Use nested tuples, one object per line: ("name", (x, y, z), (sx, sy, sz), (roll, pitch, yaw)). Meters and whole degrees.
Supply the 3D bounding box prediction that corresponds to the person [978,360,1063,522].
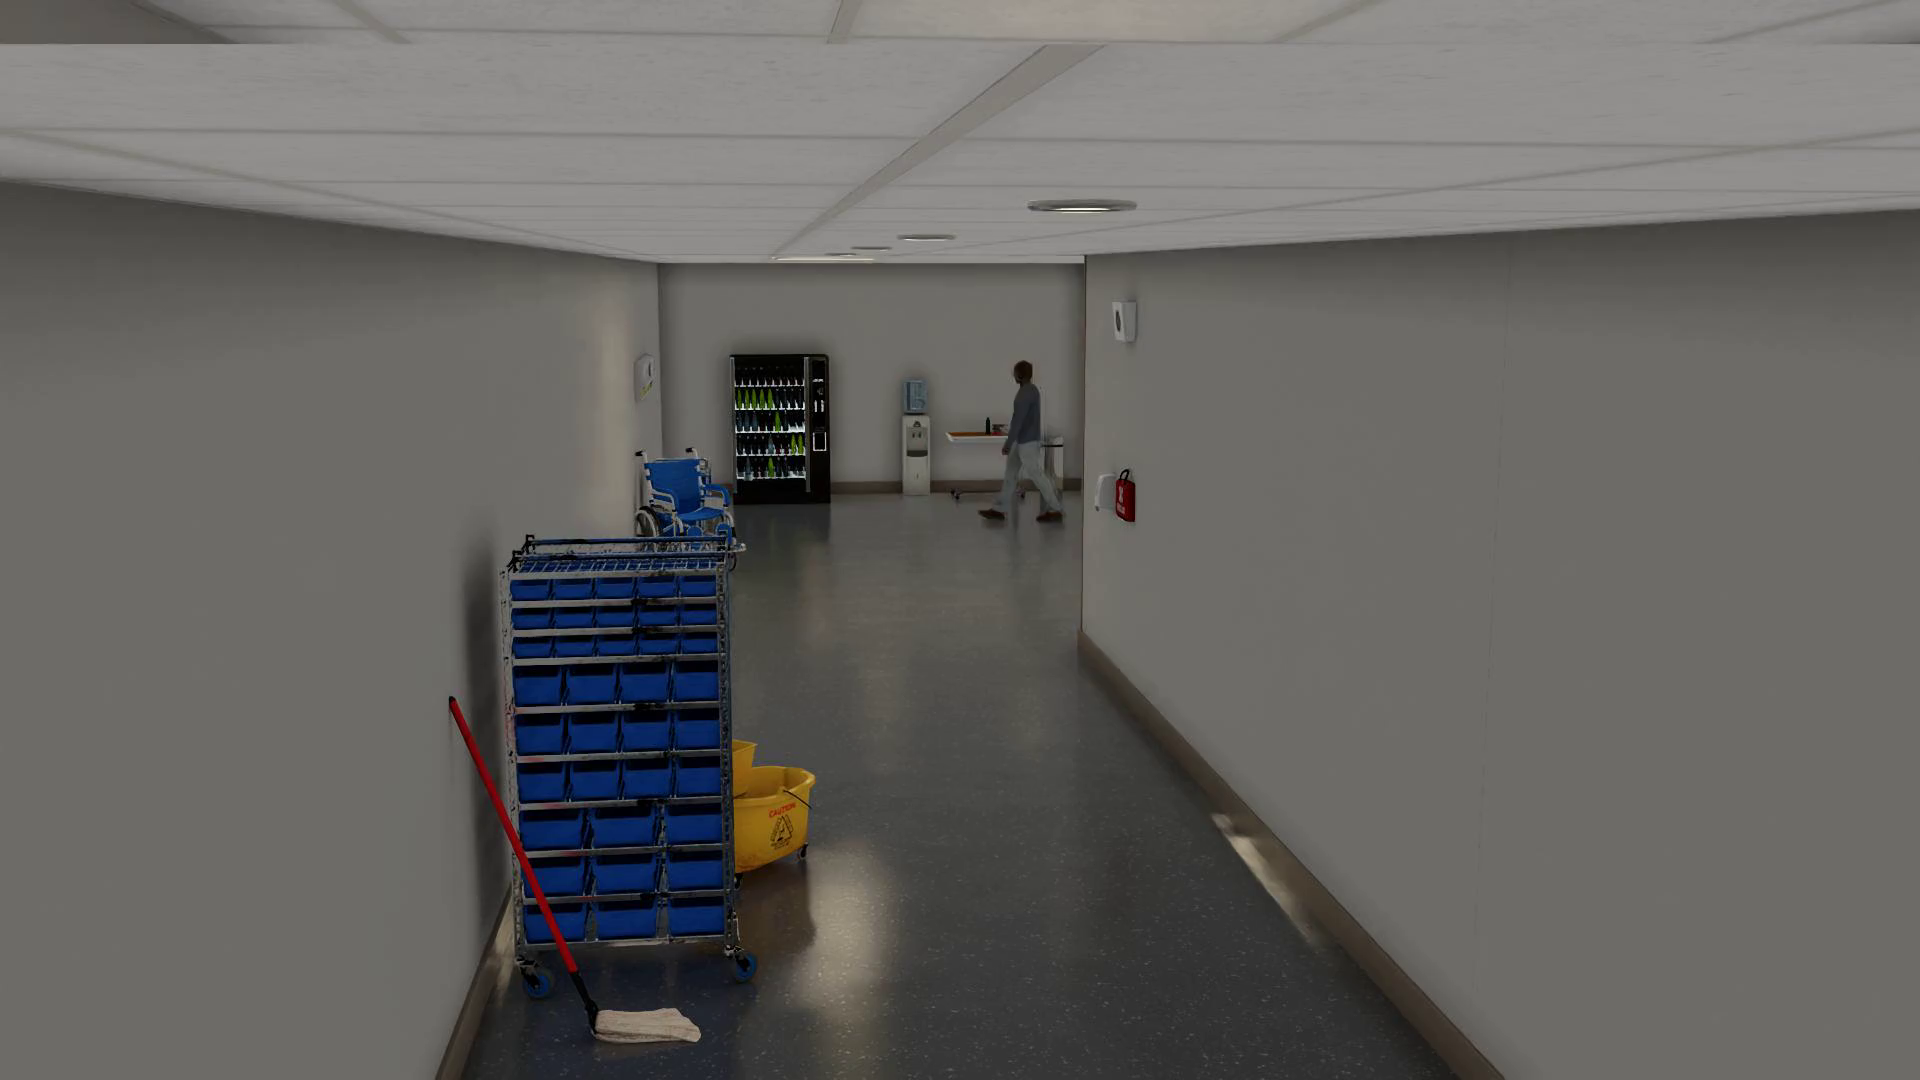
("person", (0.742, -1.140, 19.336), (1.007, 1.884, 0.637), (1, 9, 5))
